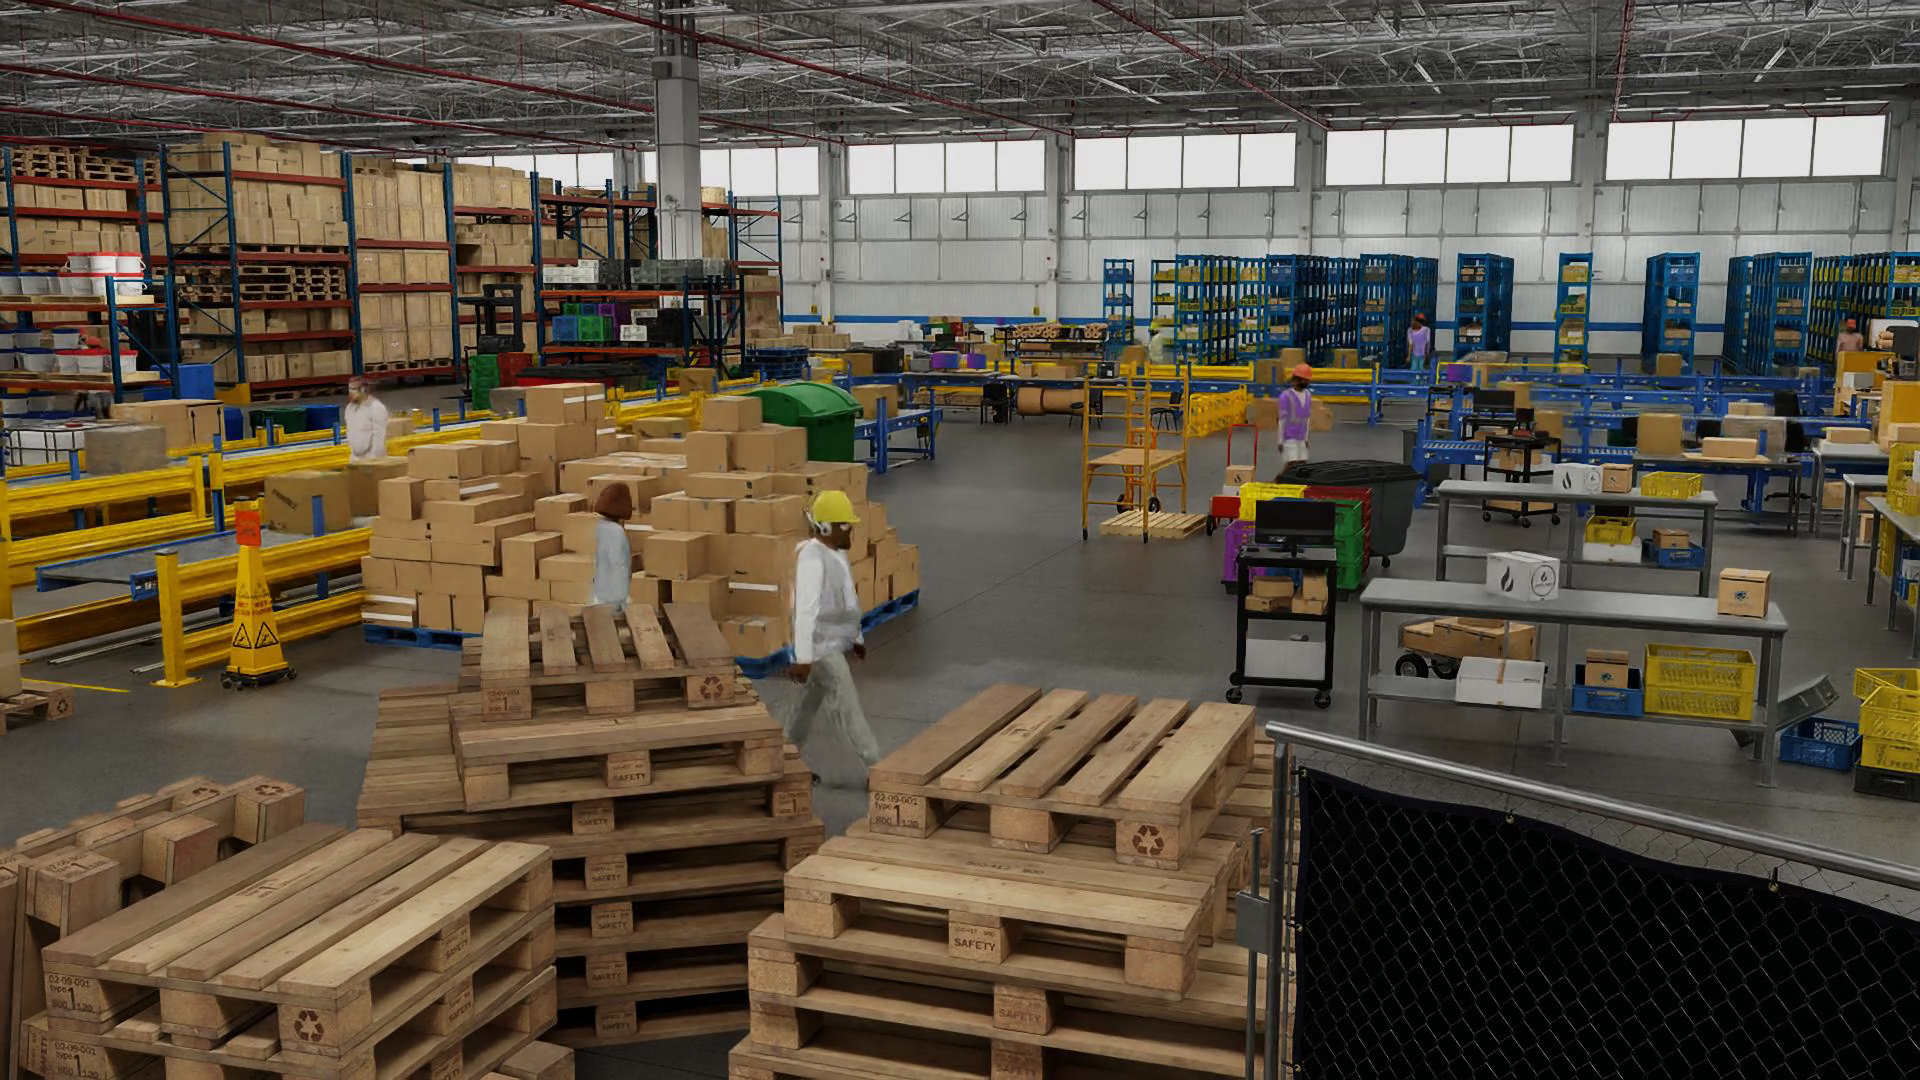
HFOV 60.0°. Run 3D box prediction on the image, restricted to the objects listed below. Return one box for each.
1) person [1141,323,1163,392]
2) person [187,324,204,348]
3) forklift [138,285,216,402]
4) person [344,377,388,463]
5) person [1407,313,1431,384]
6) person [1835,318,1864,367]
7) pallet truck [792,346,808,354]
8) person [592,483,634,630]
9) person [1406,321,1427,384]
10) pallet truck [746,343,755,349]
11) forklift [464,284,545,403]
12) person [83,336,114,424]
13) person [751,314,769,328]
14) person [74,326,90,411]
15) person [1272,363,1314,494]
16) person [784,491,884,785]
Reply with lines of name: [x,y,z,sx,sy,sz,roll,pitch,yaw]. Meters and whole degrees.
person: [4.928,-4.698,42.962,0.808,1.799,0.603,0,9,2]
person: [-23.912,-6.181,52.203,0.625,1.827,0.709,5,10,28]
forklift: [-17.480,-4.200,36.461,1.873,2.768,1.129,3,10,19]
person: [-6.899,-0.933,19.149,0.668,1.863,0.959,5,10,27]
person: [12.357,-5.098,44.847,0.621,1.997,0.949,3,9,16]
person: [21.916,-4.477,41.015,0.635,1.976,0.462,3,10,18]
pallet truck: [-3.705,-4.298,42.022,0.653,1.274,1.630,3,10,20]
person: [-2.274,0.404,11.492,0.670,1.608,0.523,-5,10,-29]
person: [11.850,-4.744,43.140,0.563,1.839,0.392,-4,10,-25]
pallet truck: [-6.183,-4.618,44.264,1.601,1.201,0.680,-9,12,-43]
forklift: [-10.832,-4.702,39.610,1.129,2.768,1.873,3,10,20]
person: [-15.800,-2.772,30.509,0.563,1.924,0.447,-7,11,-35]
person: [-5.913,-5.736,49.225,0.669,1.884,0.541,6,11,34]
person: [-17.503,-3.252,33.172,0.437,2.030,0.640,4,10,24]
person: [4.324,-1.346,21.580,0.597,1.911,0.583,-8,12,-40]
person: [-0.701,0.599,9.746,0.915,1.779,0.621,1,9,8]
